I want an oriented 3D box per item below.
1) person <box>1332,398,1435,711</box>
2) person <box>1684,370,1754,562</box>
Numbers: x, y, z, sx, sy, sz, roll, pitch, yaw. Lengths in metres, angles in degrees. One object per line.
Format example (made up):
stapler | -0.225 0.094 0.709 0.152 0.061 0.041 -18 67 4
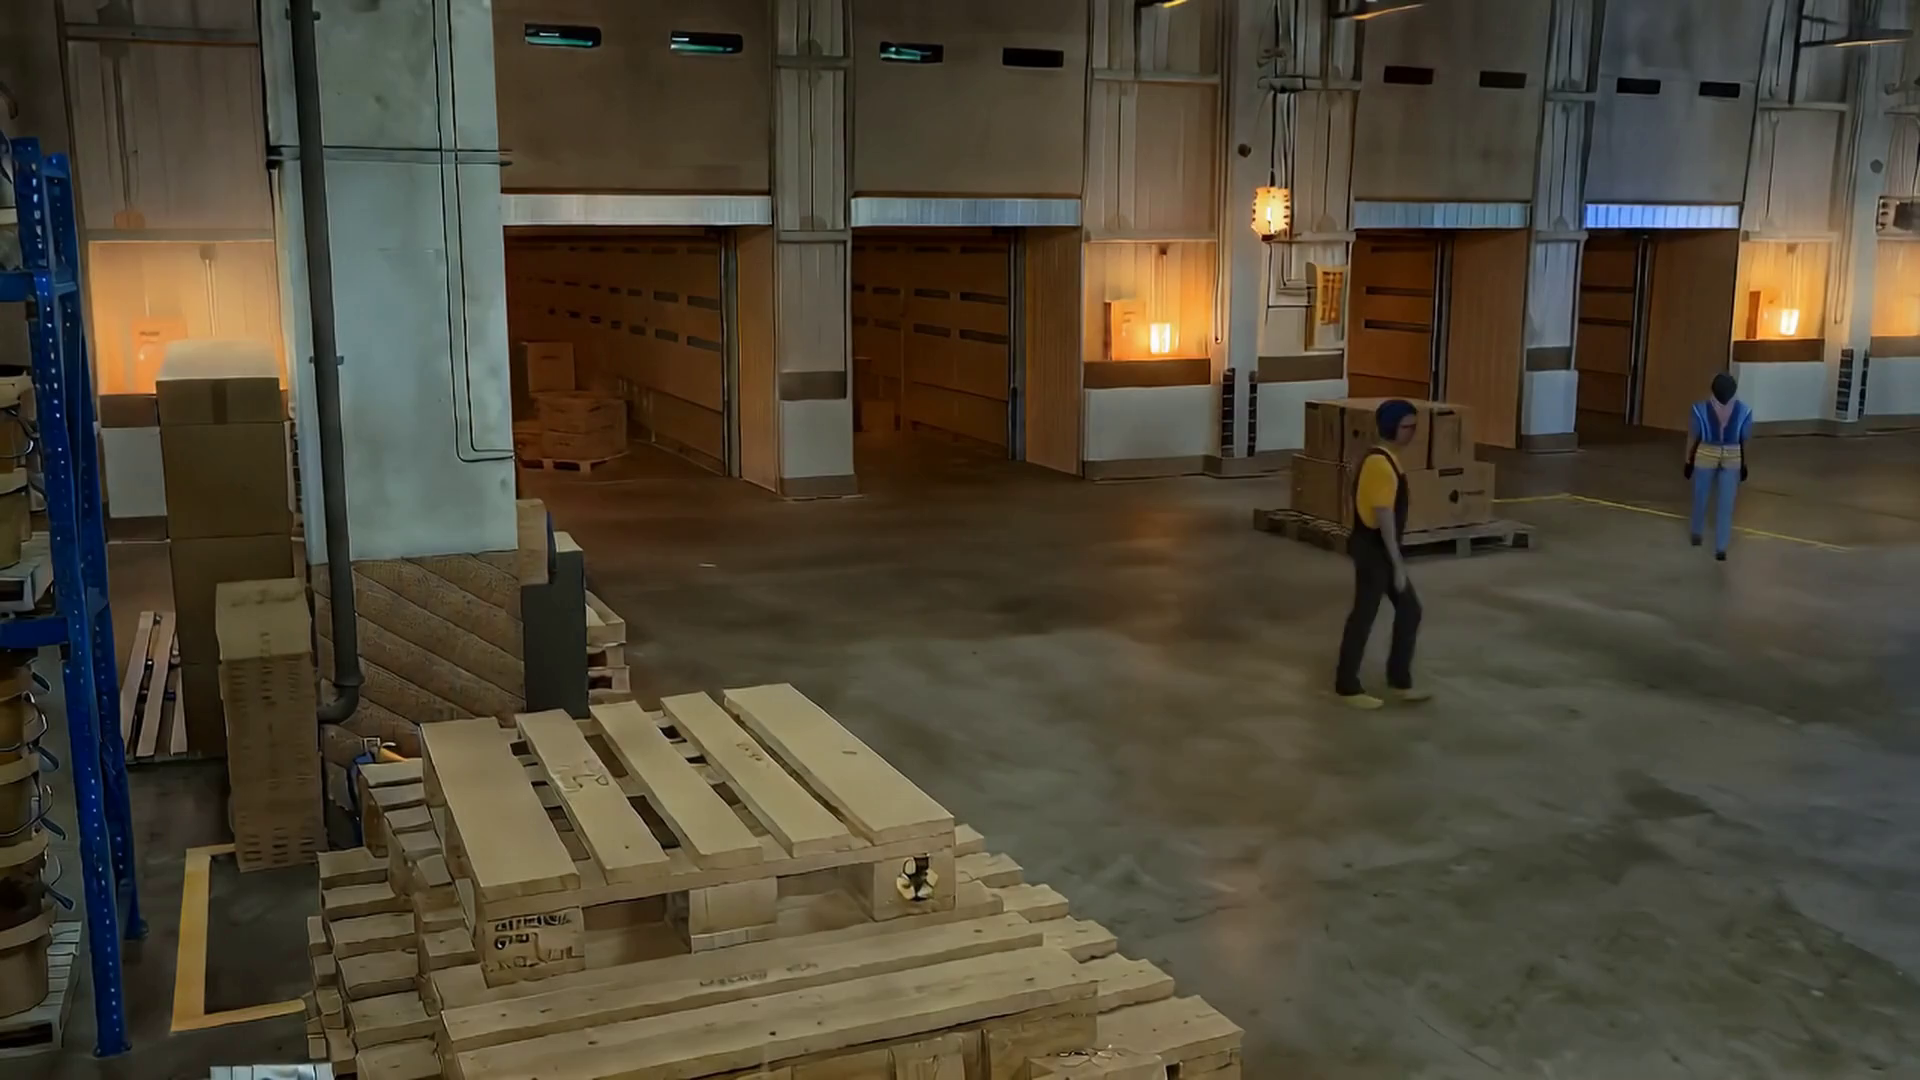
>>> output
person | 2.493 0.107 9.513 0.717 1.819 0.505 4 11 21
person | 6.517 -0.661 14.329 0.525 1.617 0.705 3 11 18
